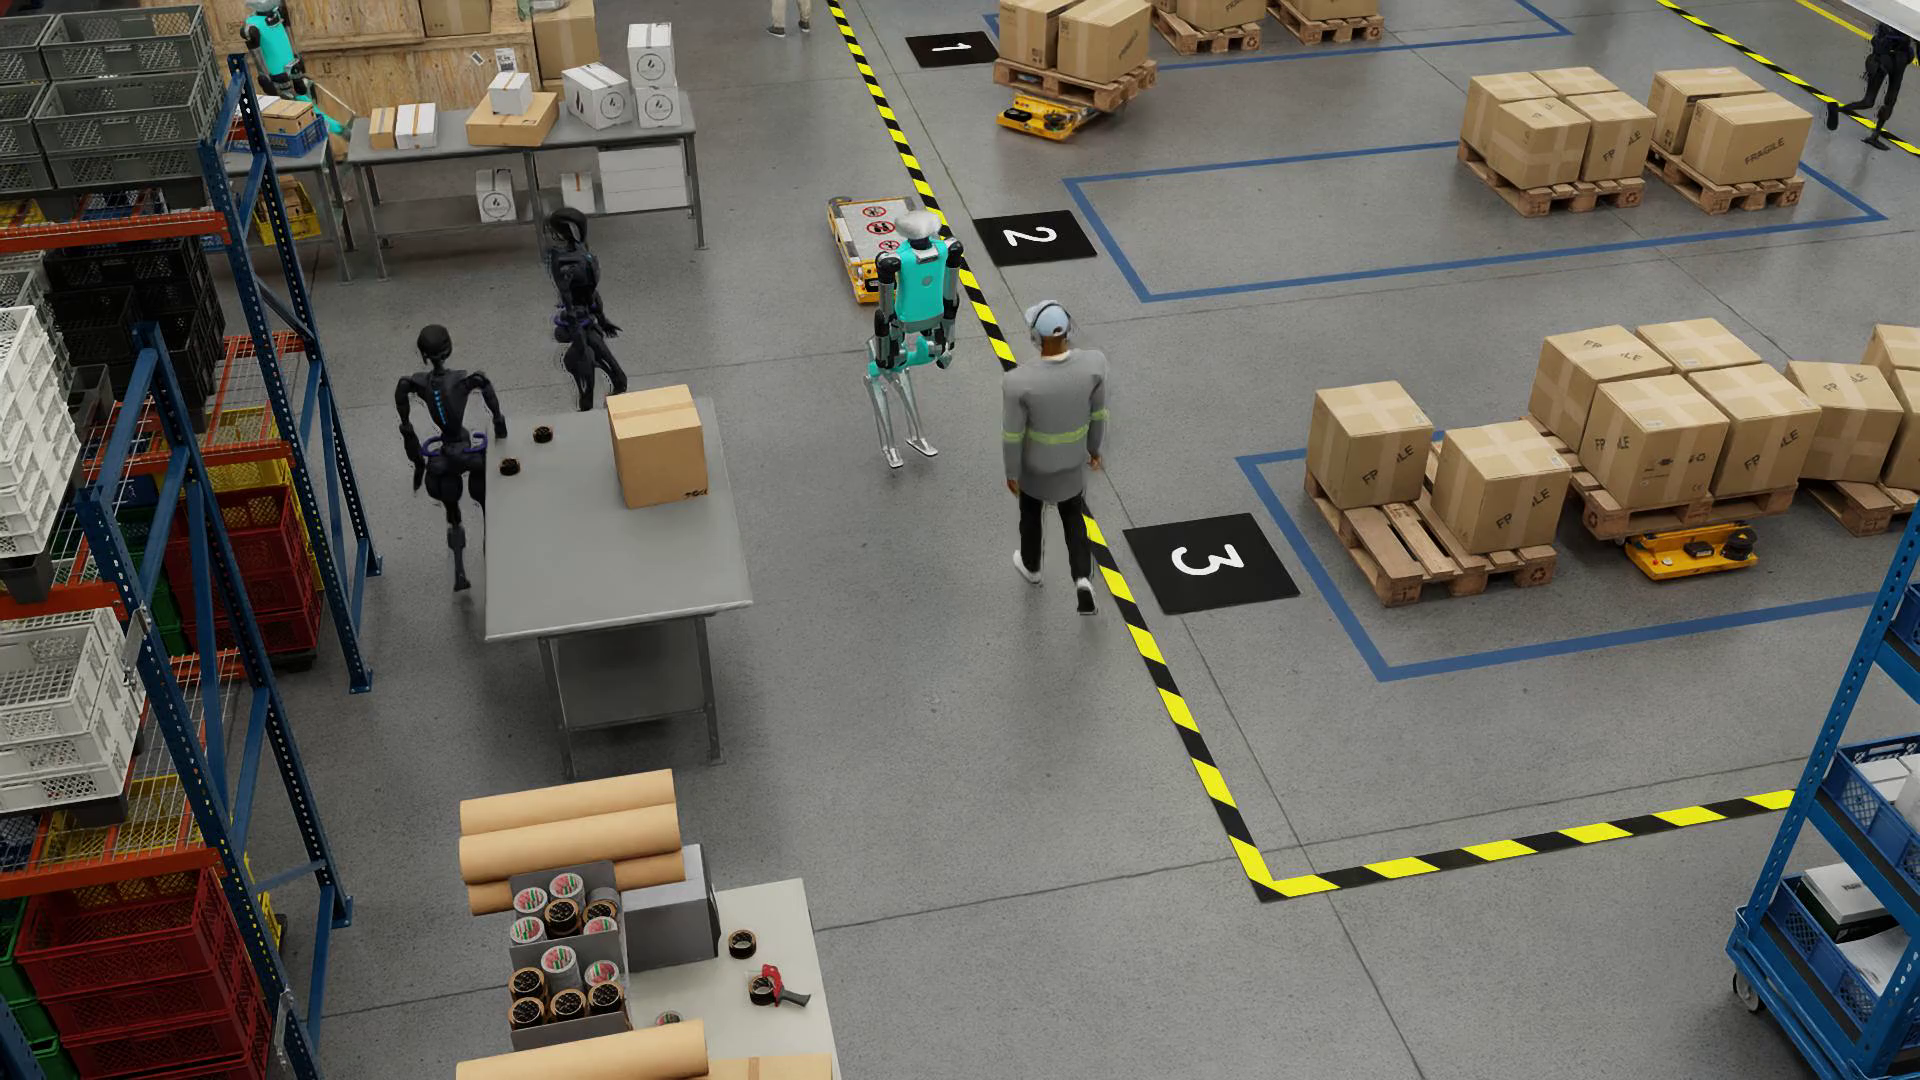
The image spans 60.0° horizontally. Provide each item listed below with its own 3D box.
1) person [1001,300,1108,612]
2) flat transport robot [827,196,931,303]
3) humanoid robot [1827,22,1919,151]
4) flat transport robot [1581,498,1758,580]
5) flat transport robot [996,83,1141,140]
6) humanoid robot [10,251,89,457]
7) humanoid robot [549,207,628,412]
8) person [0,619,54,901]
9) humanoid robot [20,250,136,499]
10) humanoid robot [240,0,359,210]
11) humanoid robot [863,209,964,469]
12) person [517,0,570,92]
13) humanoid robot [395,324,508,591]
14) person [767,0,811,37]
[{"bbox_3d":[0.505,-0.428,8.822,0.594,1.827,0.698,-9,38,-12],"label":"person"},{"bbox_3d":[-0.570,-2.220,12.538,0.659,0.231,1.431,-8,37,-10],"label":"flat transport robot"},{"bbox_3d":[7.785,-4.129,13.933,0.592,1.643,0.544,-15,39,-19],"label":"humanoid robot"},{"bbox_3d":[4.062,-0.294,9.926,0.652,0.197,1.431,-8,37,-10],"label":"flat transport robot"},{"bbox_3d":[0.993,-3.962,14.855,0.652,0.197,1.431,23,42,28],"label":"flat transport robot"},{"bbox_3d":[-5.360,-0.956,9.664,0.604,1.647,0.402,16,39,20],"label":"humanoid robot"},{"bbox_3d":[-2.237,-1.236,10.034,0.455,1.646,0.601,1,37,1],"label":"humanoid robot"},{"bbox_3d":[-4.176,0.844,7.109,0.624,1.834,0.431,-25,43,-30],"label":"person"},{"bbox_3d":[-5.135,-0.906,9.489,0.719,1.727,0.530,14,39,18],"label":"humanoid robot"},{"bbox_3d":[-4.955,-3.304,12.802,0.741,1.828,0.540,6,37,8],"label":"humanoid robot"},{"bbox_3d":[-0.349,-1.252,9.897,0.533,1.673,0.735,-18,40,-23],"label":"humanoid robot"},{"bbox_3d":[-3.488,-4.453,14.143,0.412,1.939,0.602,23,42,27],"label":"person"},{"bbox_3d":[-2.664,-0.389,8.888,0.591,1.647,0.378,-3,37,-4],"label":"humanoid robot"},{"bbox_3d":[-1.692,-5.762,16.040,0.574,1.767,0.394,-19,41,-24],"label":"person"}]
